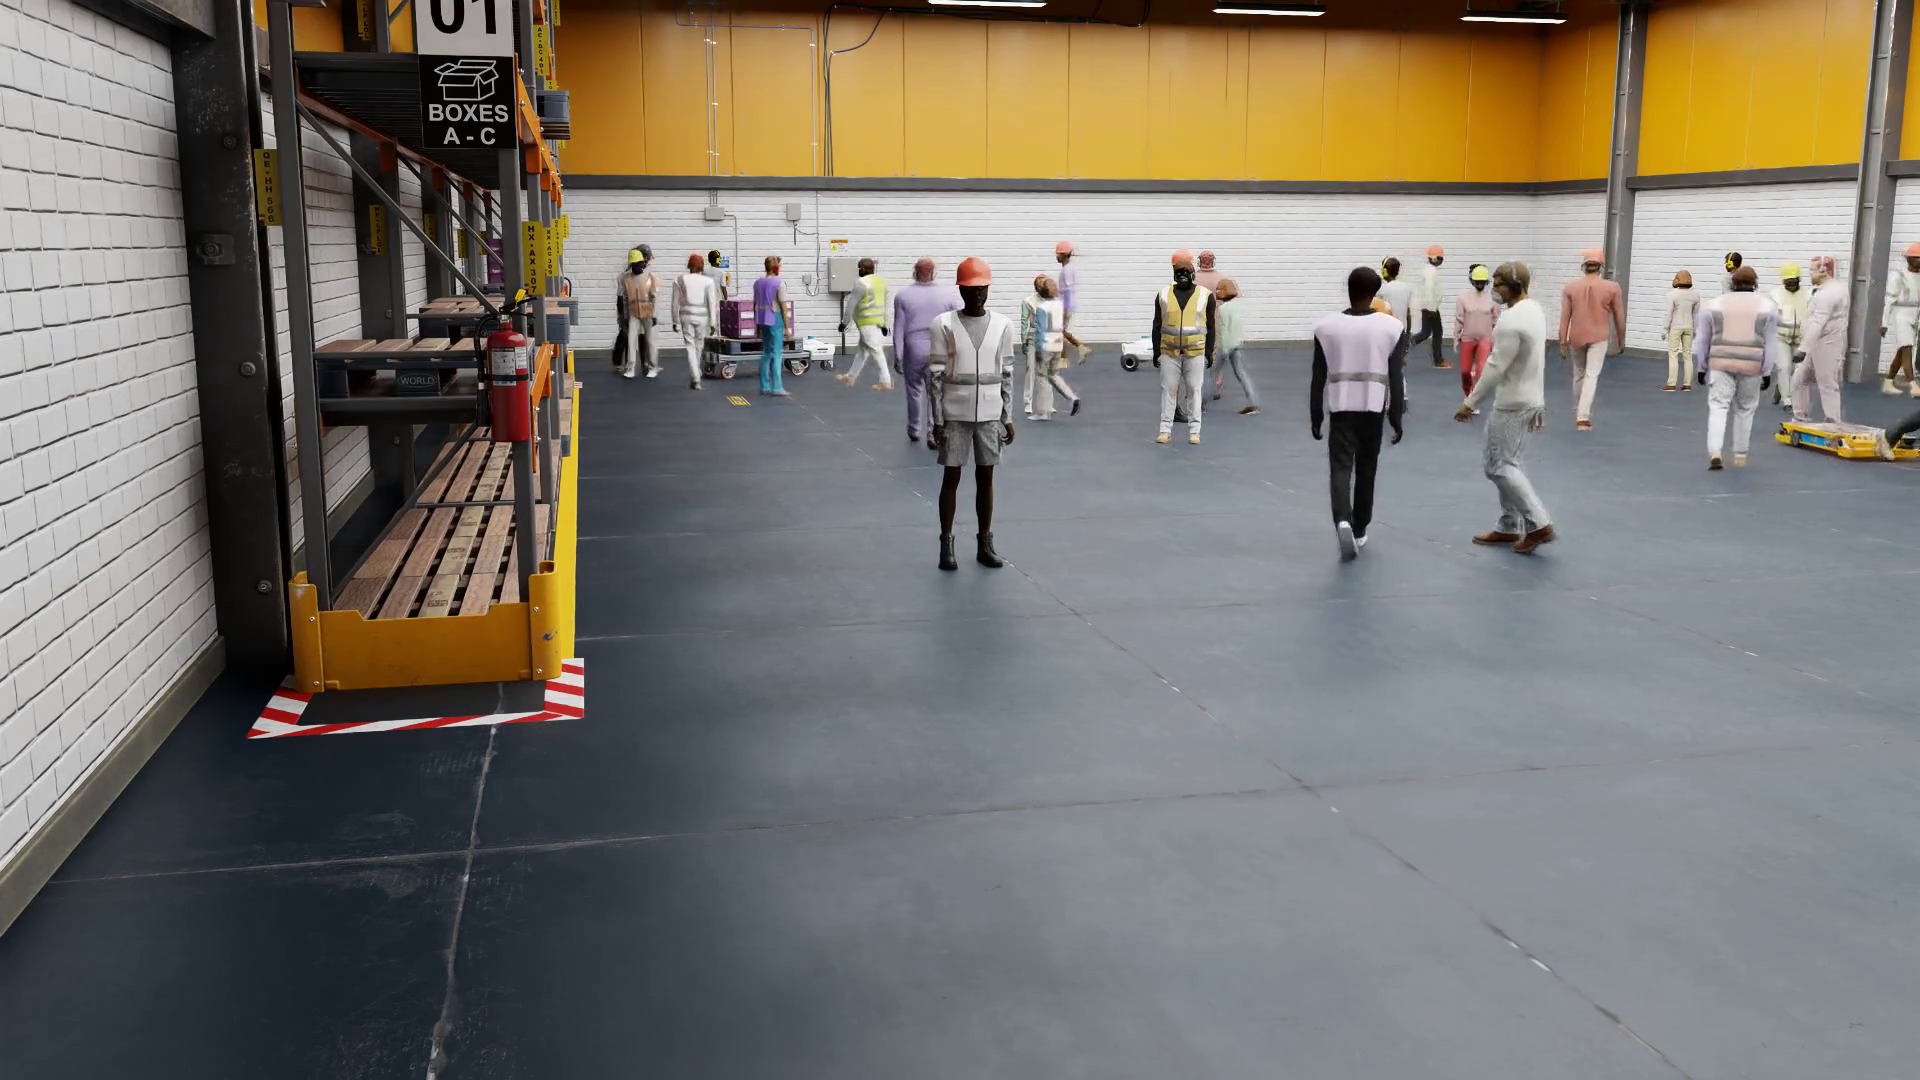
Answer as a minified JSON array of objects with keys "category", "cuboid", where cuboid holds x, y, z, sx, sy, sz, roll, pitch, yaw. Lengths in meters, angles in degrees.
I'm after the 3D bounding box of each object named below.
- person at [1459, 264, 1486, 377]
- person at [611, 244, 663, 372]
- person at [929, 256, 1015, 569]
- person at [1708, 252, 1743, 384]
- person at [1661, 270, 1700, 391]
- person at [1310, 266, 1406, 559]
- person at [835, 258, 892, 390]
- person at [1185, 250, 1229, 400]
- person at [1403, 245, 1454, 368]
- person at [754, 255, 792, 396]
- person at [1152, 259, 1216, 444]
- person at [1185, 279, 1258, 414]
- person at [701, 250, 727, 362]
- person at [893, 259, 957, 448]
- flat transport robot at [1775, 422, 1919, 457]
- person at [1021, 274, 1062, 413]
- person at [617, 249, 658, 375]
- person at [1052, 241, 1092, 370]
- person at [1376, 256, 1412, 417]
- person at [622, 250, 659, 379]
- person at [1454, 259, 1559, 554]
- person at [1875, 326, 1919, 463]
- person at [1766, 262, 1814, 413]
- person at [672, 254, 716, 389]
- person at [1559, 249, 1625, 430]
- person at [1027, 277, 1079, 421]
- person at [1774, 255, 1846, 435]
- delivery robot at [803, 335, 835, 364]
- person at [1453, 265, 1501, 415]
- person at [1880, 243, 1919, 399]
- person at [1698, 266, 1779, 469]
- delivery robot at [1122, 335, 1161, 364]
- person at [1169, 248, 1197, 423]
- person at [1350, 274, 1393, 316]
[{"category":"person","cuboid":[7.641,-3.267,24.803,0.447,1.682,0.540,2,10,9]},{"category":"person","cuboid":[-5.047,-3.601,25.659,0.756,2.000,0.698,-4,11,-20]},{"category":"person","cuboid":[0.082,-0.781,10.317,0.544,1.939,0.372,-2,10,-13]},{"category":"person","cuboid":[10.857,-3.116,23.455,0.509,1.868,0.328,-6,12,-32]},{"category":"person","cuboid":[9.732,-2.824,22.479,0.507,1.632,0.267,-2,10,-8]},{"category":"person","cuboid":[2.576,-0.834,10.815,0.596,1.878,0.911,2,10,12]},{"category":"person","cuboid":[-1.312,-2.949,22.757,0.987,1.783,0.638,5,11,26]},{"category":"person","cuboid":[3.128,-2.739,21.264,0.660,1.906,0.404,-1,10,-4]},{"category":"person","cuboid":[7.411,-3.704,26.459,0.864,1.968,0.622,4,11,22]},{"category":"person","cuboid":[-2.473,-2.797,21.756,0.570,1.839,0.372,9,14,41]},{"category":"person","cuboid":[2.232,-1.878,16.664,0.636,1.842,0.429,3,11,14]},{"category":"person","cuboid":[3.127,-2.263,19.502,0.877,1.583,0.509,7,12,33]},{"category":"person","cuboid":[-4.079,-3.905,27.818,0.510,1.872,0.328,4,11,23]},{"category":"person","cuboid":[-0.337,-1.855,16.506,0.669,1.851,1.015,-1,10,-7]},{"category":"flat transport robot","cuboid":[8.531,-0.977,16.025,0.652,0.197,1.431,0,10,0]},{"category":"person","cuboid":[0.964,-2.313,19.629,0.515,1.640,0.315,-3,11,-14]},{"category":"person","cuboid":[-4.907,-3.464,25.309,0.622,1.923,0.899,-1,10,-7]},{"category":"person","cuboid":[1.709,-3.667,26.077,0.579,2.029,0.608,1,10,3]},{"category":"person","cuboid":[4.950,-2.323,19.106,0.544,1.852,0.449,-3,11,-16]},{"category":"person","cuboid":[-4.700,-3.294,24.383,0.608,1.889,0.881,2,10,10]},{"category":"person","cuboid":[3.605,-0.853,10.790,0.638,1.912,0.638,6,12,29]},{"category":"person","cuboid":[8.518,-1.500,14.605,0.532,1.832,0.626,-9,14,-42]},{"category":"person","cuboid":[9.870,-2.415,19.825,0.604,1.788,0.723,2,10,12]},{"category":"person","cuboid":[-3.688,-3.025,23.002,0.573,1.829,0.958,-3,11,-18]},{"category":"person","cuboid":[6.860,-2.174,18.044,0.633,1.935,1.042,8,13,36]},{"category":"person","cuboid":[1.041,-2.135,18.687,0.509,1.619,0.527,8,13,36]},{"category":"person","cuboid":[8.664,-1.940,16.922,0.743,1.877,0.640,4,11,22]},{"category":"delivery robot","cuboid":[-2.313,-2.944,25.878,0.707,0.478,0.477,-5,11,-27]},{"category":"person","cuboid":[6.100,-2.363,19.623,0.525,1.746,0.653,4,11,21]},{"category":"person","cuboid":[12.363,-2.837,21.566,0.633,1.994,0.949,-3,11,-17]},{"category":"person","cuboid":[6.897,-1.519,14.805,0.641,1.817,0.826,6,12,29]},{"category":"delivery robot","cuboid":[2.887,-2.964,25.986,0.707,0.478,0.477,1,10,4]},{"category":"person","cuboid":[2.483,-2.293,18.680,0.340,1.941,0.551,0,10,2]},{"category":"person","cuboid":[4.619,-2.158,18.674,0.542,1.679,0.697,-3,11,-16]}]
